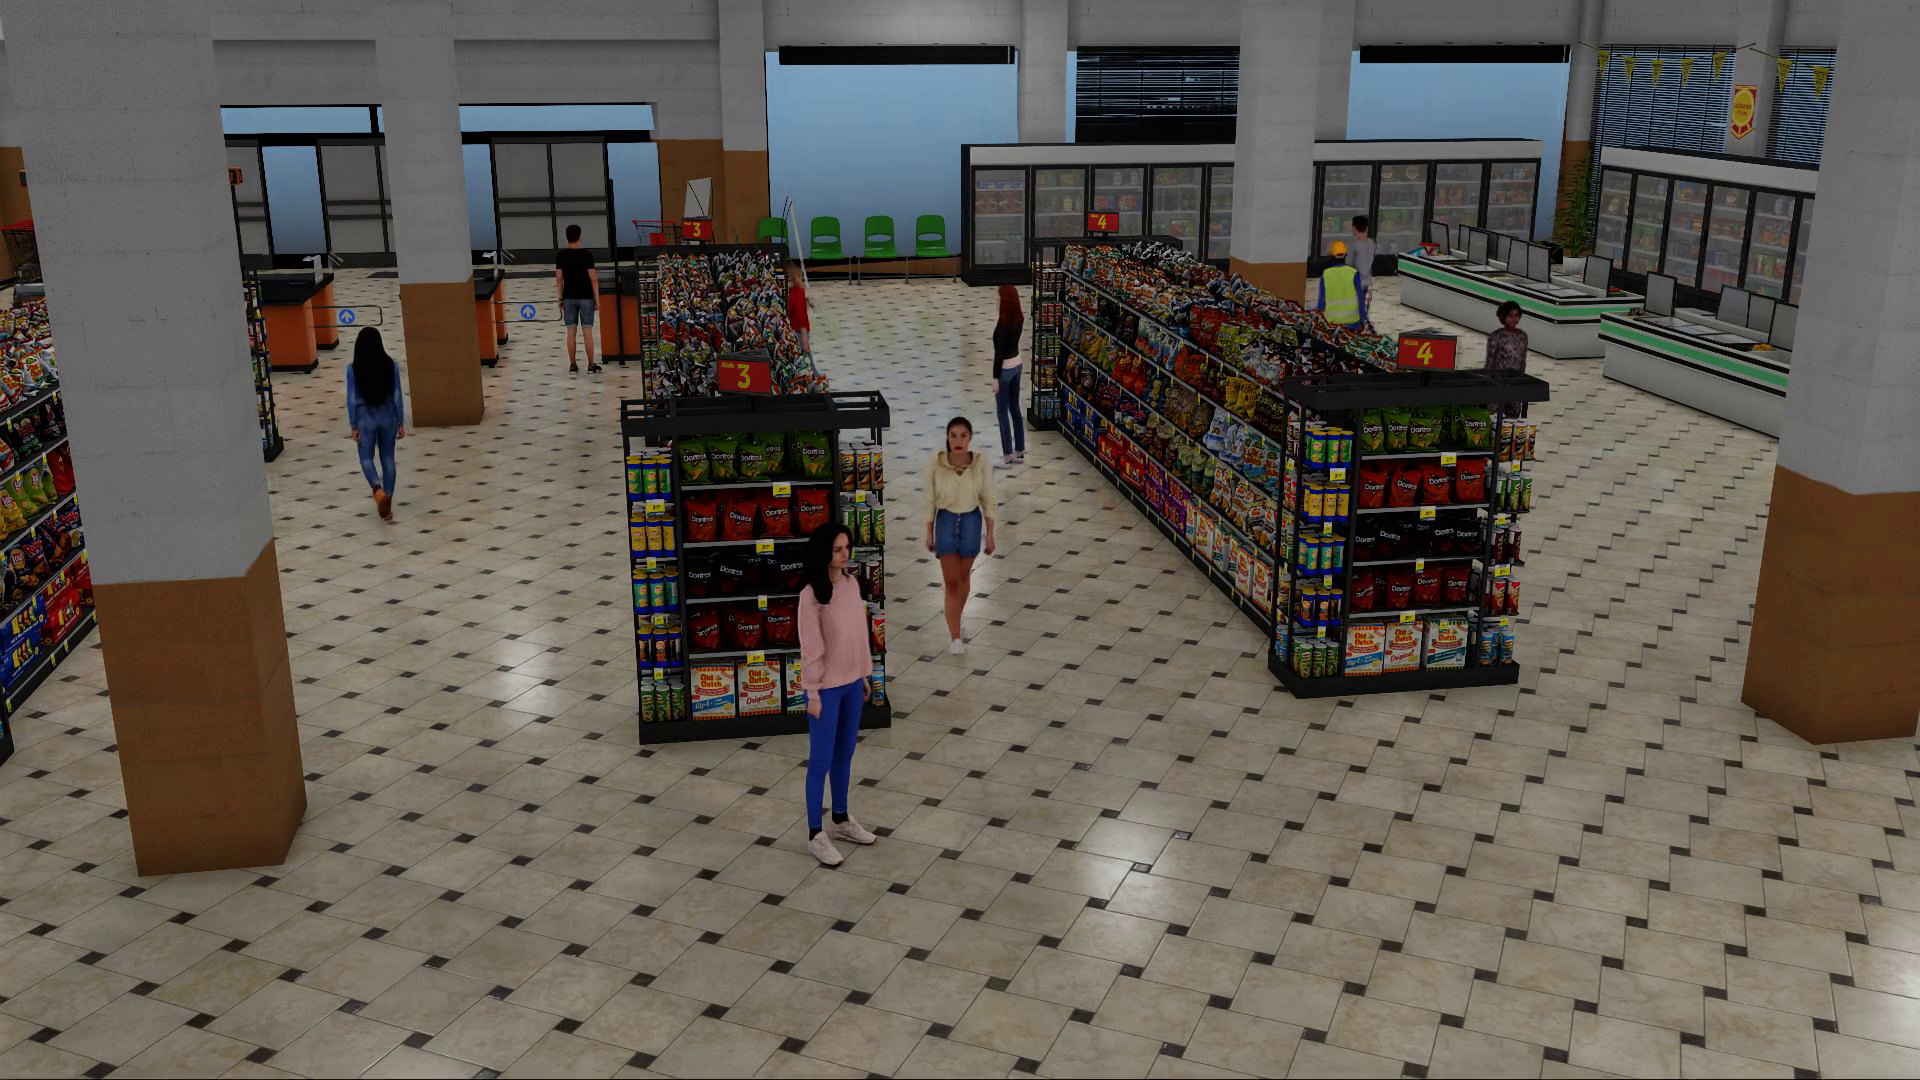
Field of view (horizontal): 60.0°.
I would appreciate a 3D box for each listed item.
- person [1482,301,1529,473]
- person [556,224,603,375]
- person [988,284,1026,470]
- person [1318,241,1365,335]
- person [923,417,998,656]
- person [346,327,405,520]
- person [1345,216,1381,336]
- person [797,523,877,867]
[{"bbox_3d":[5.090,-1.396,15.737,0.655,1.662,1.143,-1,17,-5],"label":"person"},{"bbox_3d":[-4.758,-2.997,20.690,0.705,1.847,0.606,0,17,-1],"label":"person"},{"bbox_3d":[0.469,-1.596,16.179,0.721,1.787,0.646,9,19,28],"label":"person"},{"bbox_3d":[4.390,-2.518,19.222,0.902,1.783,0.962,8,18,23],"label":"person"},{"bbox_3d":[-0.003,-0.053,11.445,0.730,1.585,1.120,-1,17,-3],"label":"person"},{"bbox_3d":[-4.973,-0.959,14.238,0.775,1.696,0.983,-8,19,-26],"label":"person"},{"bbox_3d":[5.228,-3.259,21.586,0.783,1.829,1.033,-8,19,-25],"label":"person"},{"bbox_3d":[-0.649,0.756,8.465,0.773,1.770,0.714,12,20,33],"label":"person"}]
